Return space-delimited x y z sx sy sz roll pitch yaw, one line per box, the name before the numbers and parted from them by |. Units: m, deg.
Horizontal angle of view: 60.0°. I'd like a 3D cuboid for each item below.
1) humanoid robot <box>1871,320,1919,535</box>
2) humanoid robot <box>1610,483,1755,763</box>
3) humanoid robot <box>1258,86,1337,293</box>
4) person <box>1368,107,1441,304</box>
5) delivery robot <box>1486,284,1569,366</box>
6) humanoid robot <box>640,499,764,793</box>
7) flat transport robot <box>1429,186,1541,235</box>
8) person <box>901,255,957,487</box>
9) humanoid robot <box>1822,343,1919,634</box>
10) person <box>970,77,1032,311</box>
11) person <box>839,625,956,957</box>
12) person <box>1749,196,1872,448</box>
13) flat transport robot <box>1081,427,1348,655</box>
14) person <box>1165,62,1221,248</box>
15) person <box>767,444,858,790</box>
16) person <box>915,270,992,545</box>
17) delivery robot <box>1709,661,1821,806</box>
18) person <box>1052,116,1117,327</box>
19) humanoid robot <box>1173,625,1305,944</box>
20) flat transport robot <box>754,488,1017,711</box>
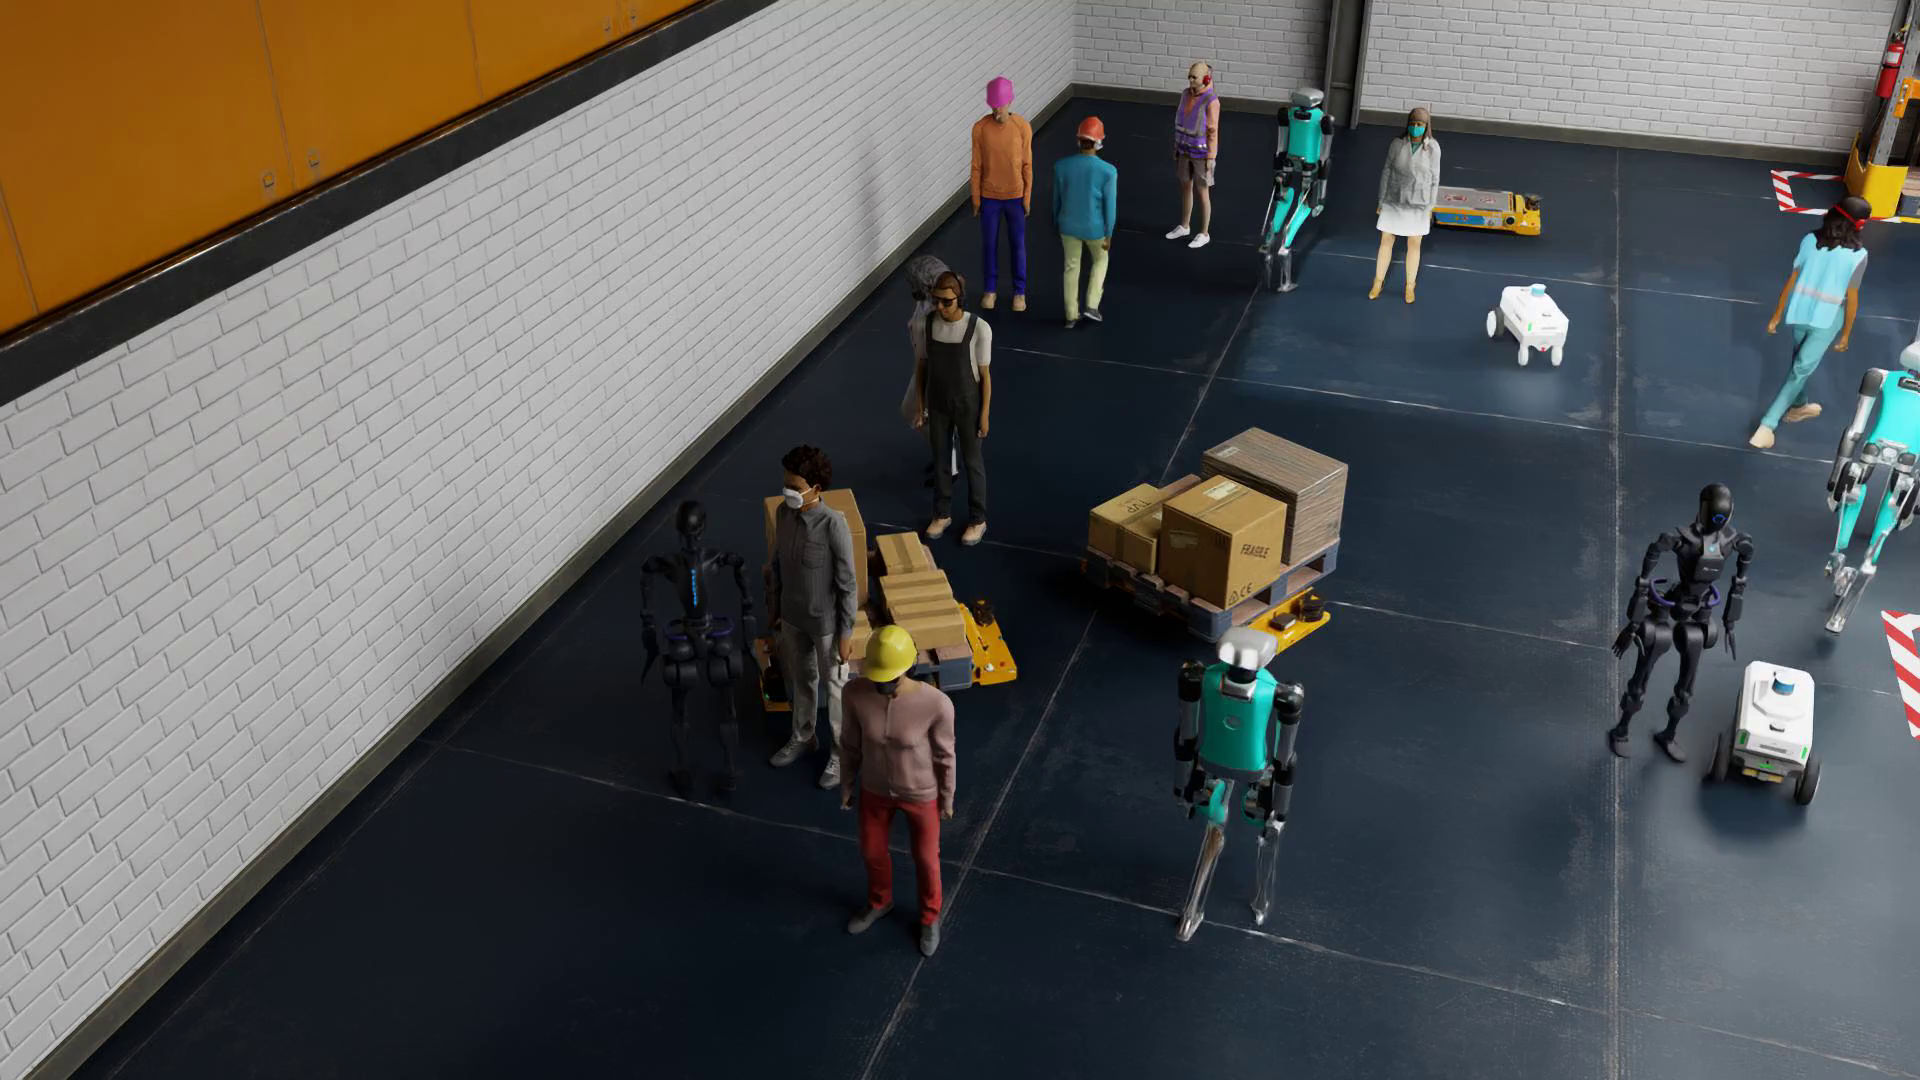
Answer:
humanoid robot | 6.217 -0.820 10.605 0.532 1.771 1.001 19 35 29
humanoid robot | 3.686 0.422 8.519 0.612 1.652 0.338 0 30 1
humanoid robot | 2.768 -2.860 14.101 0.542 1.852 0.658 24 38 35
person | 3.766 -2.817 14.042 0.484 1.658 0.338 10 32 17
delivery robot | 4.588 -1.759 13.325 0.499 0.583 0.765 -1 30 -1
humanoid robot | -1.298 0.538 8.313 0.609 1.653 0.367 -6 31 -9
flat transport robot | 4.856 -3.194 16.060 1.431 0.231 0.659 8 31 13
person | -0.192 -1.117 11.133 0.386 1.662 0.510 -8 31 -14
humanoid robot | 5.223 -0.196 9.526 0.538 1.725 1.013 19 35 29
person | 0.340 -2.872 13.839 0.518 1.972 0.404 3 31 4
person | -0.278 1.104 7.285 0.526 1.757 0.368 9 32 14
person | 6.025 -1.551 11.741 0.983 1.816 0.533 -19 36 -30
flat transport robot | 1.485 0.275 10.158 0.659 0.231 1.431 -26 39 -37
person | 2.161 -3.532 15.236 0.349 1.687 0.494 -21 36 -31
person | -0.731 0.378 8.375 0.531 1.900 0.395 20 36 30
person | -0.043 -0.834 10.503 0.508 1.840 0.342 12 33 20
delivery robot | 4.236 0.985 8.686 0.499 0.614 0.815 13 33 21
person | 1.012 -2.578 13.569 0.561 1.734 0.403 11 32 17
humanoid robot | 1.257 1.036 7.424 0.531 1.787 0.780 11 32 18
flat transport robot | -0.445 0.645 9.527 1.431 0.231 0.659 -7 31 -11
